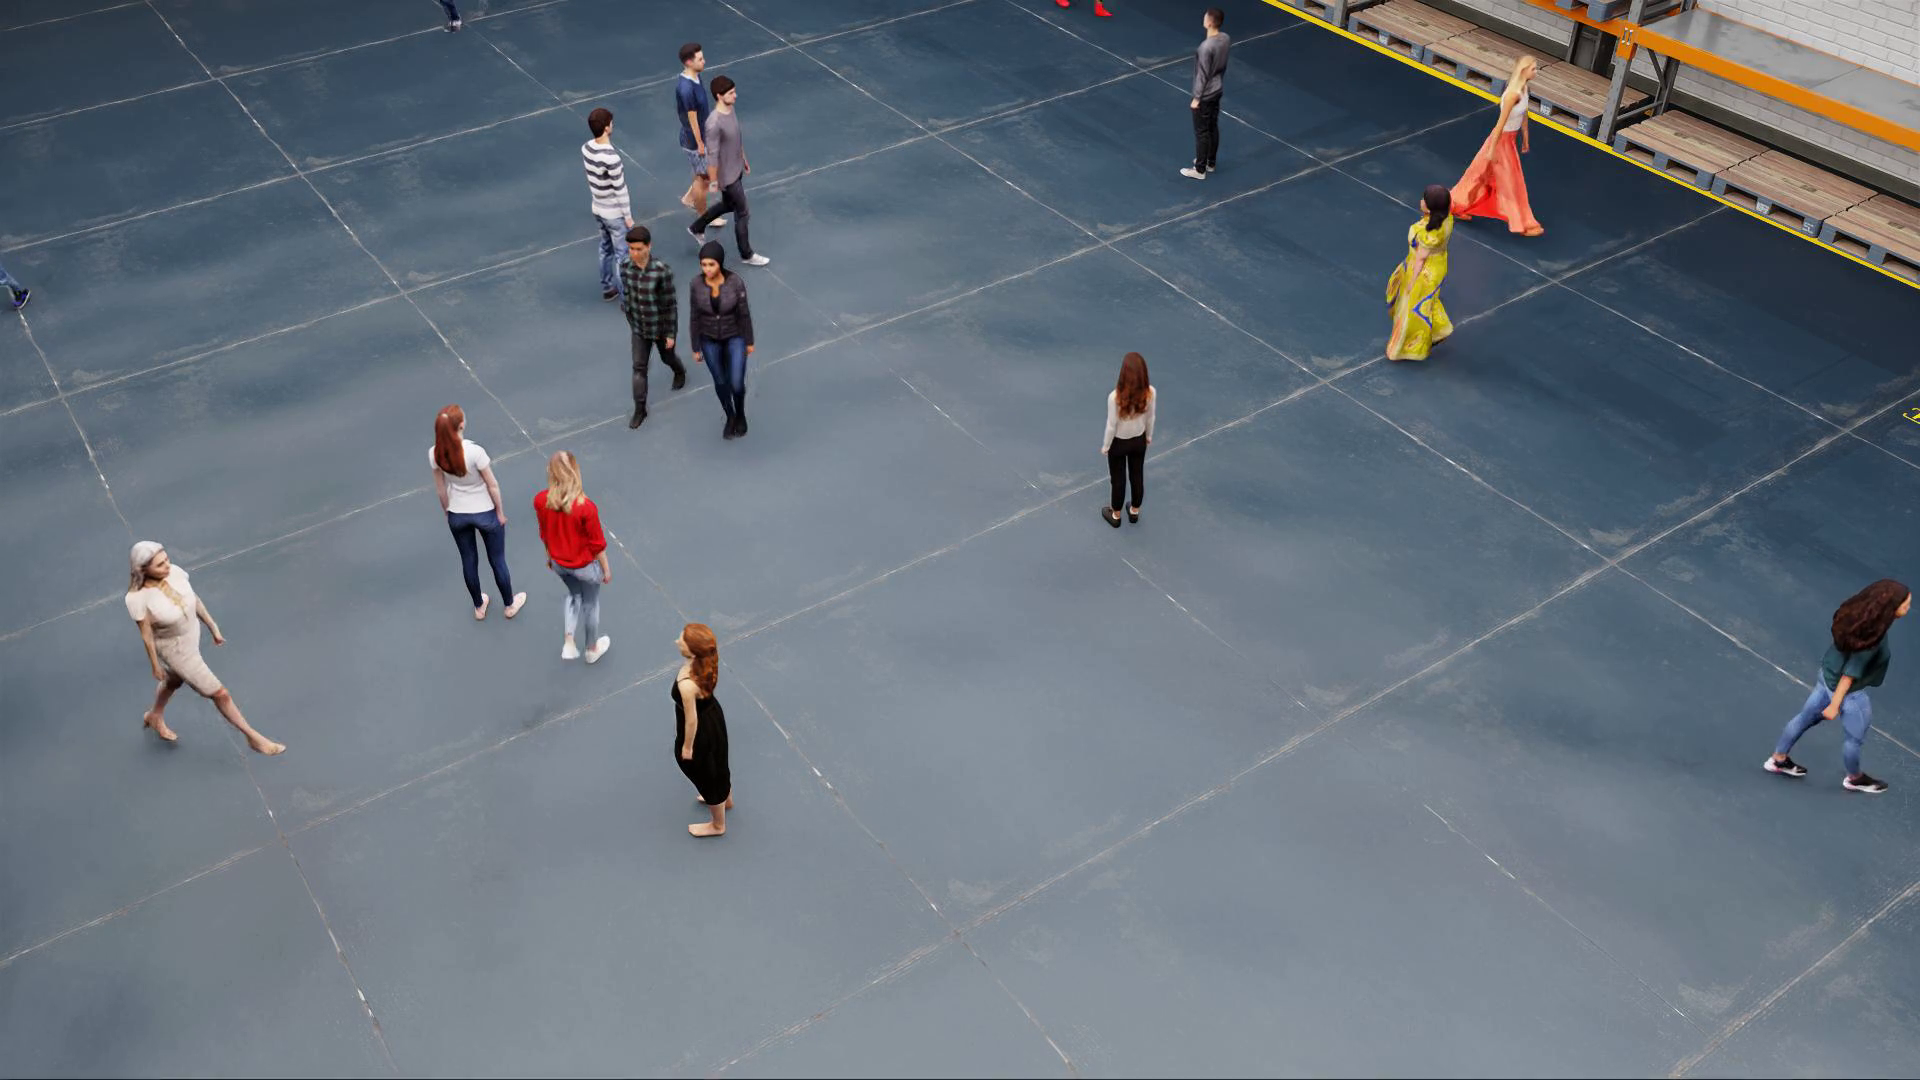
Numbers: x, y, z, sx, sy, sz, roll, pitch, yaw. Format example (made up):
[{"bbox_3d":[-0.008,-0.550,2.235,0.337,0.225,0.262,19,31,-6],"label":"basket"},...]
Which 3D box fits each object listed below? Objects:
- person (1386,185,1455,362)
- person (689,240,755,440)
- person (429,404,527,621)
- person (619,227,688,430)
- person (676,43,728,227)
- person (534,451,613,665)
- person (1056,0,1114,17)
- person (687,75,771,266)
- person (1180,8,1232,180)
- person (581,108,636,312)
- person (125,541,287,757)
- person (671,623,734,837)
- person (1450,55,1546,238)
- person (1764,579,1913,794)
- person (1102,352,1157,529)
[{"bbox_3d":[4.005,-2.232,14.070,1.004,1.649,0.911,20,43,23],"label":"person"},{"bbox_3d":[-1.865,-1.612,13.225,0.759,1.735,0.802,2,39,2],"label":"person"},{"bbox_3d":[-3.347,-0.171,11.417,0.655,1.738,0.697,2,39,2],"label":"person"},{"bbox_3d":[-2.495,-1.811,13.623,1.147,1.689,1.155,8,39,10],"label":"person"},{"bbox_3d":[-2.601,-3.873,15.975,0.861,1.837,0.802,4,39,5],"label":"person"},{"bbox_3d":[-2.583,0.203,10.985,0.788,1.695,0.854,10,40,12],"label":"person"},{"bbox_3d":[1.410,-7.341,20.385,0.706,1.753,1.224,-27,46,-30],"label":"person"},{"bbox_3d":[-2.238,-3.430,15.430,1.144,1.824,1.100,5,39,6],"label":"person"},{"bbox_3d":[2.519,-4.530,16.858,0.627,1.760,0.671,28,47,31],"label":"person"},{"bbox_3d":[-3.118,-2.934,14.792,0.733,1.846,0.509,-31,48,-33],"label":"person"},{"bbox_3d":[-4.933,0.705,10.365,1.235,1.684,1.147,8,39,9],"label":"person"},{"bbox_3d":[-1.523,1.117,9.895,0.741,1.625,0.680,6,39,7],"label":"person"},{"bbox_3d":[5.111,-3.783,15.941,1.359,1.739,0.965,23,44,27],"label":"person"},{"bbox_3d":[5.338,0.876,10.223,1.027,1.593,0.926,11,40,13],"label":"person"},{"bbox_3d":[1.251,-0.735,12.328,0.600,1.485,0.578,-12,40,-14],"label":"person"}]
